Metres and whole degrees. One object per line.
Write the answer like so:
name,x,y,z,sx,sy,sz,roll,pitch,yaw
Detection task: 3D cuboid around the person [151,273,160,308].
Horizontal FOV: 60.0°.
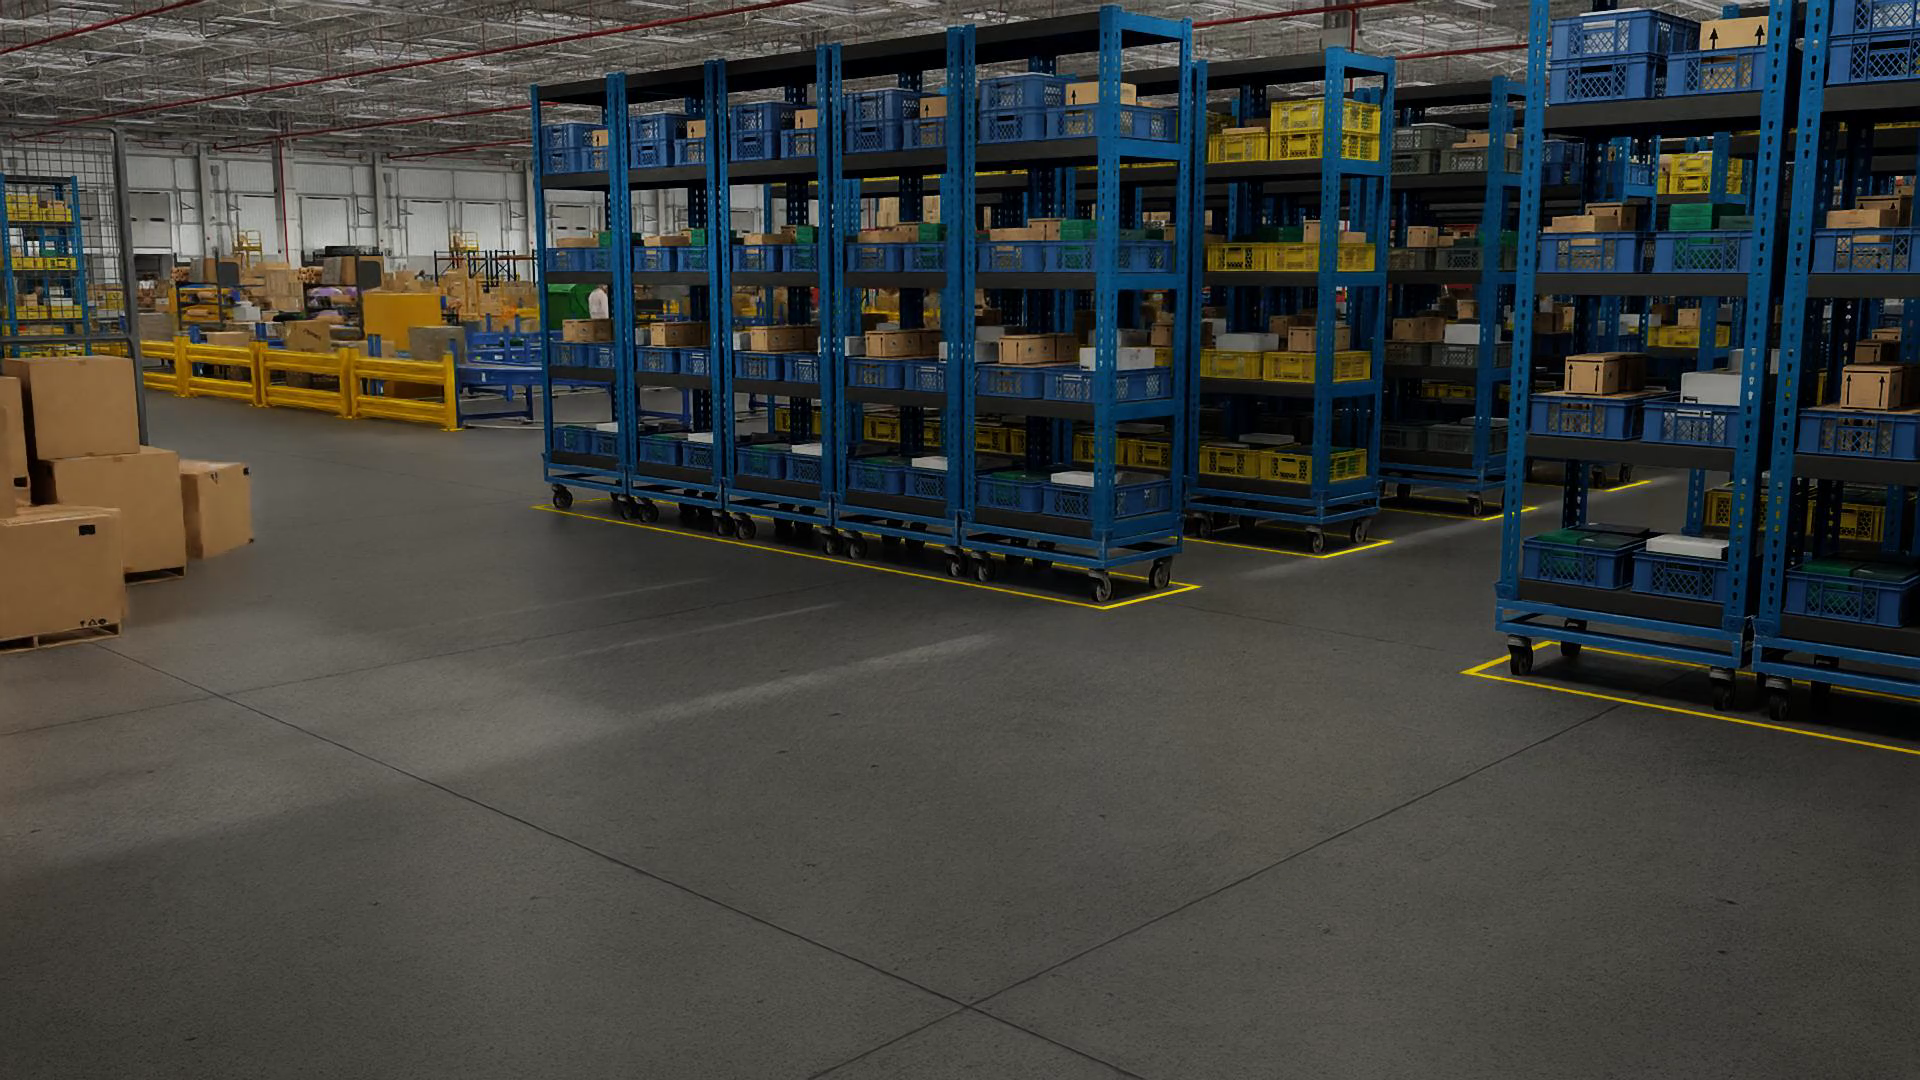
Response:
person,-39.780,-12.258,82.228,0.556,1.856,0.405,5,11,28

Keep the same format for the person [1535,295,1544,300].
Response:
person,12.192,-4.472,34.903,0.900,1.725,0.533,-7,11,-35

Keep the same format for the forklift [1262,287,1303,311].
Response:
forklift,10.769,-8.203,54.240,1.129,2.768,1.873,8,12,42

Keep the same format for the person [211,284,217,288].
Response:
person,-39.049,-13.024,87.124,0.964,1.799,0.641,-2,9,-12

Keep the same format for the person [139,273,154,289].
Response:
person,-34.817,-10.477,71.226,0.583,1.882,0.337,-2,10,-13

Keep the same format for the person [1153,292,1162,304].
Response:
person,6.361,-7.454,53.456,0.268,1.632,0.507,-3,10,-20

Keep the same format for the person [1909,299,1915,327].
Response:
person,12.280,-2.394,21.330,0.390,1.991,0.624,5,10,28

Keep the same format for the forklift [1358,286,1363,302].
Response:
forklift,11.100,-7.017,46.970,1.873,2.768,1.129,9,13,43

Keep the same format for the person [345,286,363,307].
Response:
person,-18.715,-7.247,51.386,0.561,1.886,1.011,-1,9,-6

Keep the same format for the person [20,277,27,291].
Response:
person,-44.651,-11.839,79.456,0.641,1.922,0.436,9,13,44

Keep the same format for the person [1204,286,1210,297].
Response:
person,8.199,-7.634,54.560,0.498,1.633,0.284,6,11,34

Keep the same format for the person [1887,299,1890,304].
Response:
person,26.619,-6.523,47.433,0.524,1.740,0.734,8,12,41

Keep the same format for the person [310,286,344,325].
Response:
person,-12.406,-4.263,32.637,0.605,2.045,0.379,-5,11,-29

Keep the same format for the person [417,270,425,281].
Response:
person,-28.312,-13.202,87.460,0.536,2.000,0.706,-4,10,-24

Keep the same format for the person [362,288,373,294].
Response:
person,-21.475,-8.773,60.615,0.766,1.939,0.627,-8,12,-39

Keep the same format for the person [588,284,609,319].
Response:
person,-7.075,-4.237,32.921,0.406,1.902,0.636,-7,12,-38

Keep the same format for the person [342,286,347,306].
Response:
person,-22.023,-8.529,59.493,0.876,1.814,0.598,-4,10,-22

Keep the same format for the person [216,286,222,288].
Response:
person,-28.228,-9.162,63.670,0.593,1.726,0.486,2,9,10
